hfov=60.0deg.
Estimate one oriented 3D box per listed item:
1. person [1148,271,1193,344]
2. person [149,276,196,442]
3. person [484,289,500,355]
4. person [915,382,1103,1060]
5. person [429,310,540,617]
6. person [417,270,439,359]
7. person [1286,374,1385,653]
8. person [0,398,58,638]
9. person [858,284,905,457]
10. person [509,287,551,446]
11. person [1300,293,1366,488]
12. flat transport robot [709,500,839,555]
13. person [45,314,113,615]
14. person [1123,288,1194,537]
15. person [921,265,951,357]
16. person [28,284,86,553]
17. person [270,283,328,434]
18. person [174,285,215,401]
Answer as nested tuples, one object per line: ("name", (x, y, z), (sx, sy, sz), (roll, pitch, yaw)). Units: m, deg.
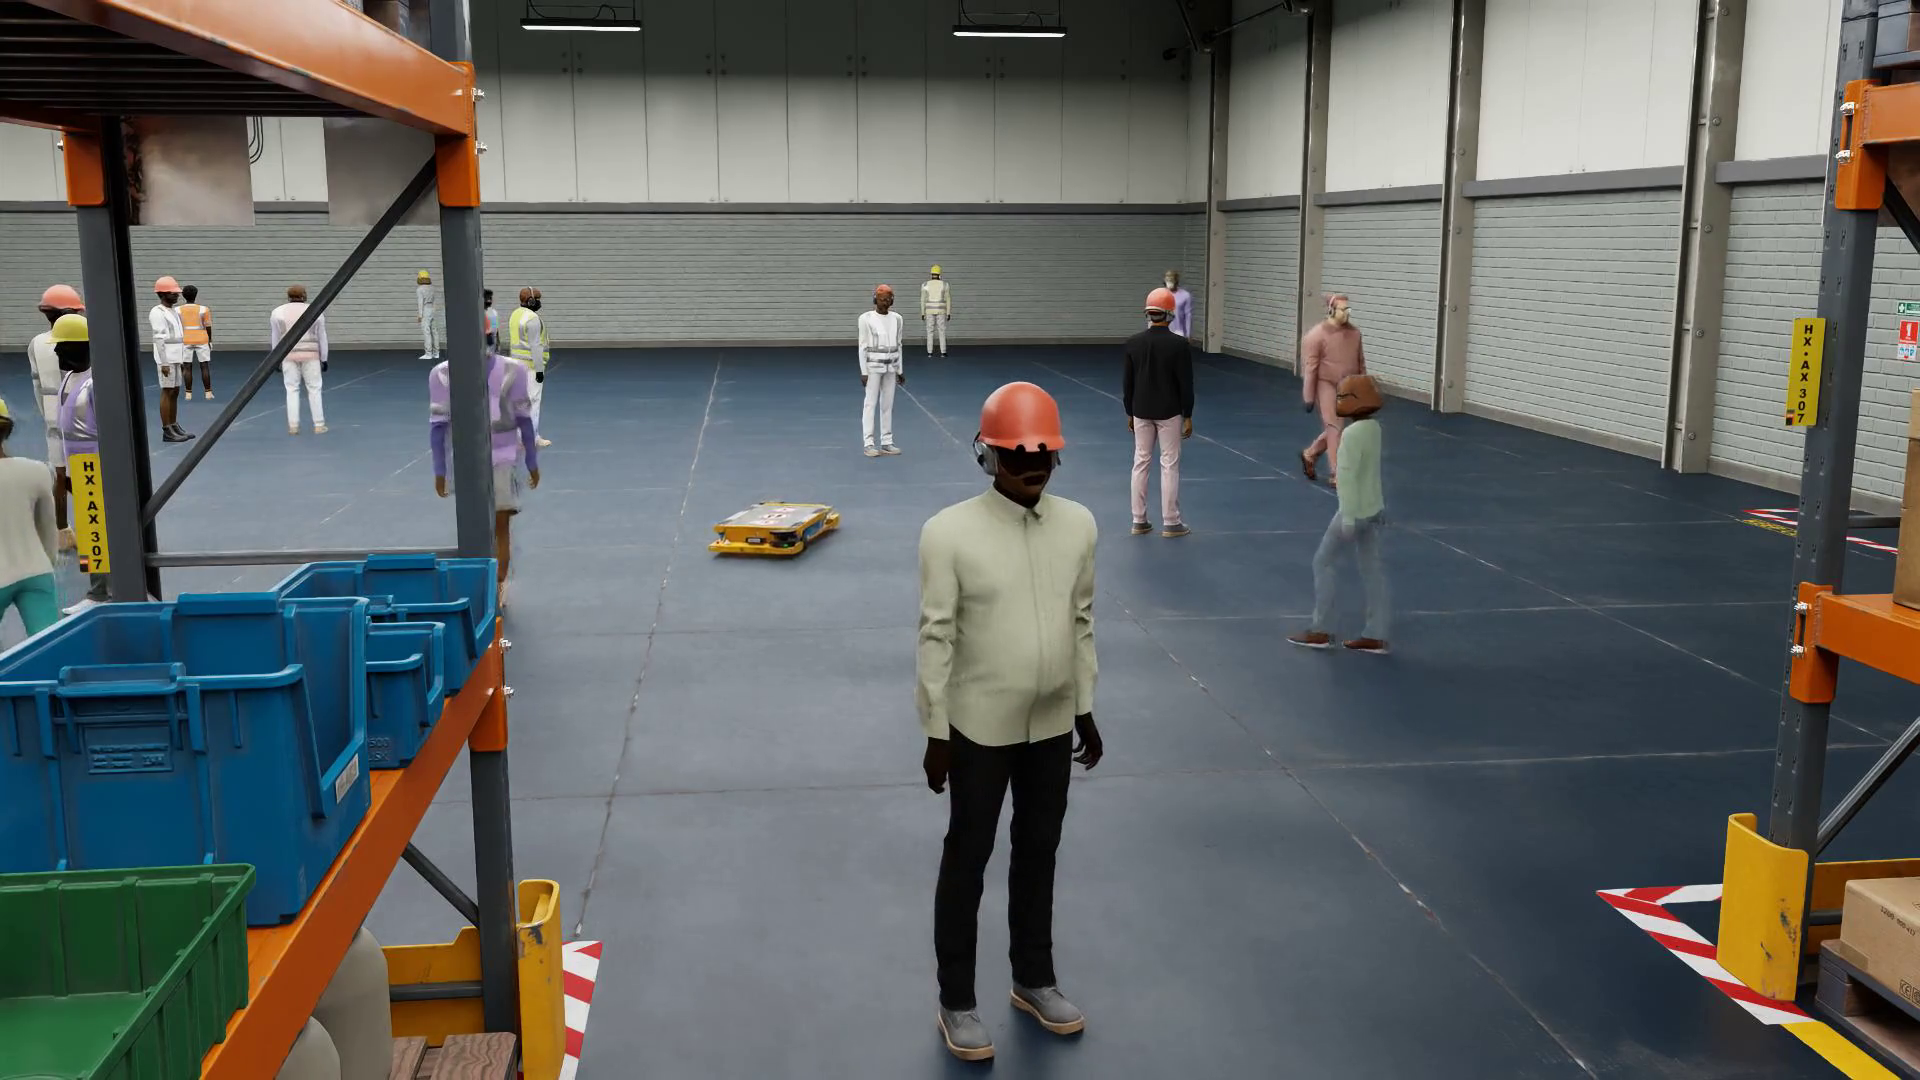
("person", (3.153, -3.084, 25.016), (0.651, 1.878, 1.034), (2, 11, 12))
("person", (-9.297, -2.129, 19.621), (0.361, 1.939, 0.542), (-1, 10, -6))
("person", (-7.057, -2.887, 24.563), (0.842, 1.660, 0.531), (5, 12, 26))
("person", (0.163, 0.527, 4.911), (0.623, 1.992, 0.396), (-6, 12, -30))
("person", (-2.996, -0.481, 10.452), (0.652, 1.980, 1.058), (-1, 10, -6))
("person", (-10.563, -4.456, 32.914), (0.310, 1.744, 0.486), (4, 11, 23))
("person", (2.212, -0.154, 9.675), (0.661, 1.608, 0.538), (7, 13, 34))
("person", (-4.382, 0.175, 7.605), (0.917, 1.717, 0.550), (7, 12, 32))
("person", (-0.861, -1.868, 18.338), (0.574, 1.886, 0.361), (-8, 13, -36))
("person", (-4.941, -1.989, 19.160), (0.430, 1.836, 0.628), (-8, 13, -36))
("person", (3.568, -1.439, 16.018), (0.655, 1.881, 0.838), (-7, 12, -33))
("flat transport robot", (-1.445, -0.109, 13.119), (0.652, 0.197, 1.431), (2, 10, 10))
("person", (-5.478, -0.451, 10.458), (0.587, 1.928, 0.363), (9, 13, 40))
("person", (1.604, -1.022, 13.397), (0.612, 1.997, 0.375), (7, 12, 33))
("person", (-0.481, -4.570, 33.295), (0.594, 1.832, 0.403), (1, 10, 5))
("person", (-6.722, -0.901, 12.598), (0.608, 2.047, 0.366), (5, 11, 25))
("person", (-8.059, -2.210, 20.342), (0.634, 1.839, 0.429), (-3, 11, -16))
("person", (-11.287, -2.898, 24.506), (0.538, 1.696, 0.317), (-4, 11, -21))
